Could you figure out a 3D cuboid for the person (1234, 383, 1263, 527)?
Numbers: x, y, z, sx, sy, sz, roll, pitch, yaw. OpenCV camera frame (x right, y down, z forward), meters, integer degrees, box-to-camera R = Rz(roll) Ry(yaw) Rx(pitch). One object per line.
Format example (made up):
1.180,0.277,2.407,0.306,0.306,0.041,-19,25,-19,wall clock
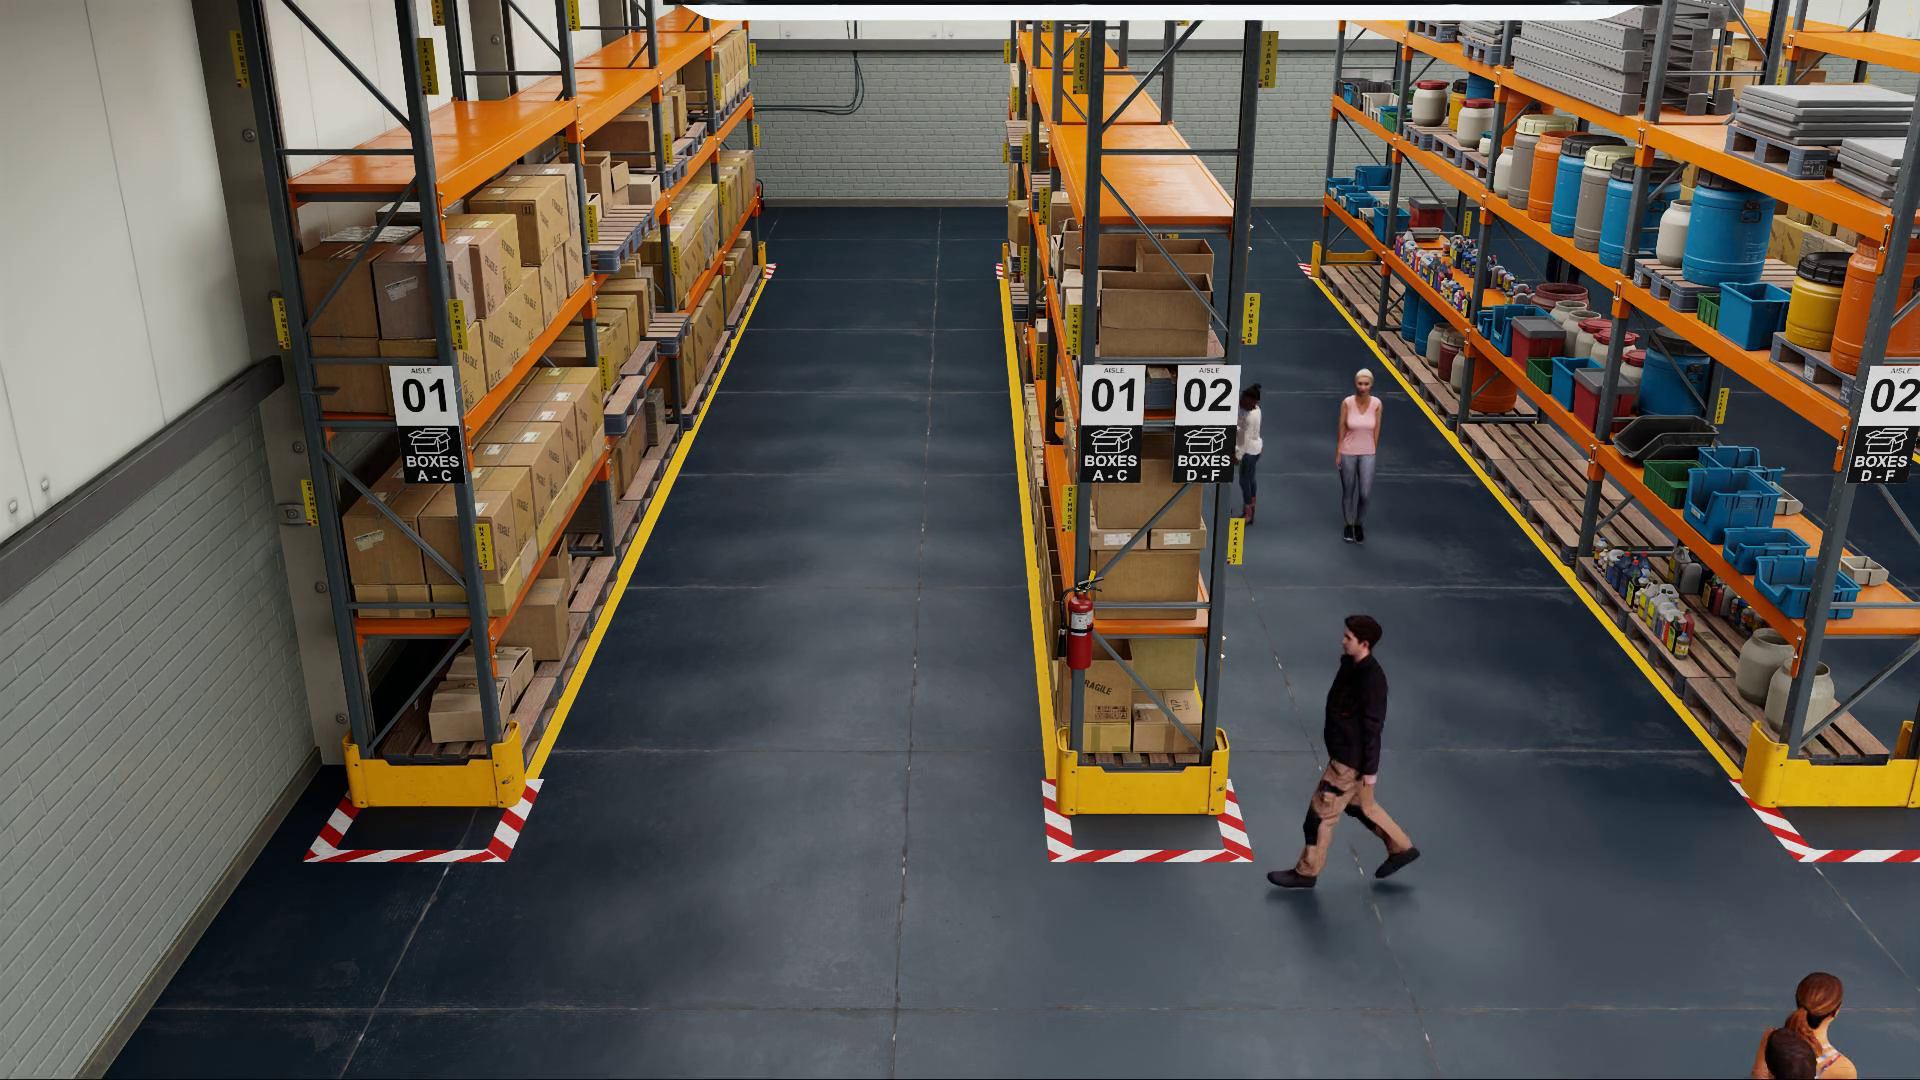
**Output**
2.880,-0.879,16.432,0.827,1.446,0.532,10,24,24,person

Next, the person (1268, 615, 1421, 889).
2.520,1.357,10.379,0.774,1.889,1.142,0,22,-1,person

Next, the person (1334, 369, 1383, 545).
3.808,-0.835,15.973,0.606,1.712,0.667,4,23,10,person

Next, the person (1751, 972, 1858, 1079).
3.554,2.714,7.226,0.983,1.765,1.071,-13,26,-29,person
